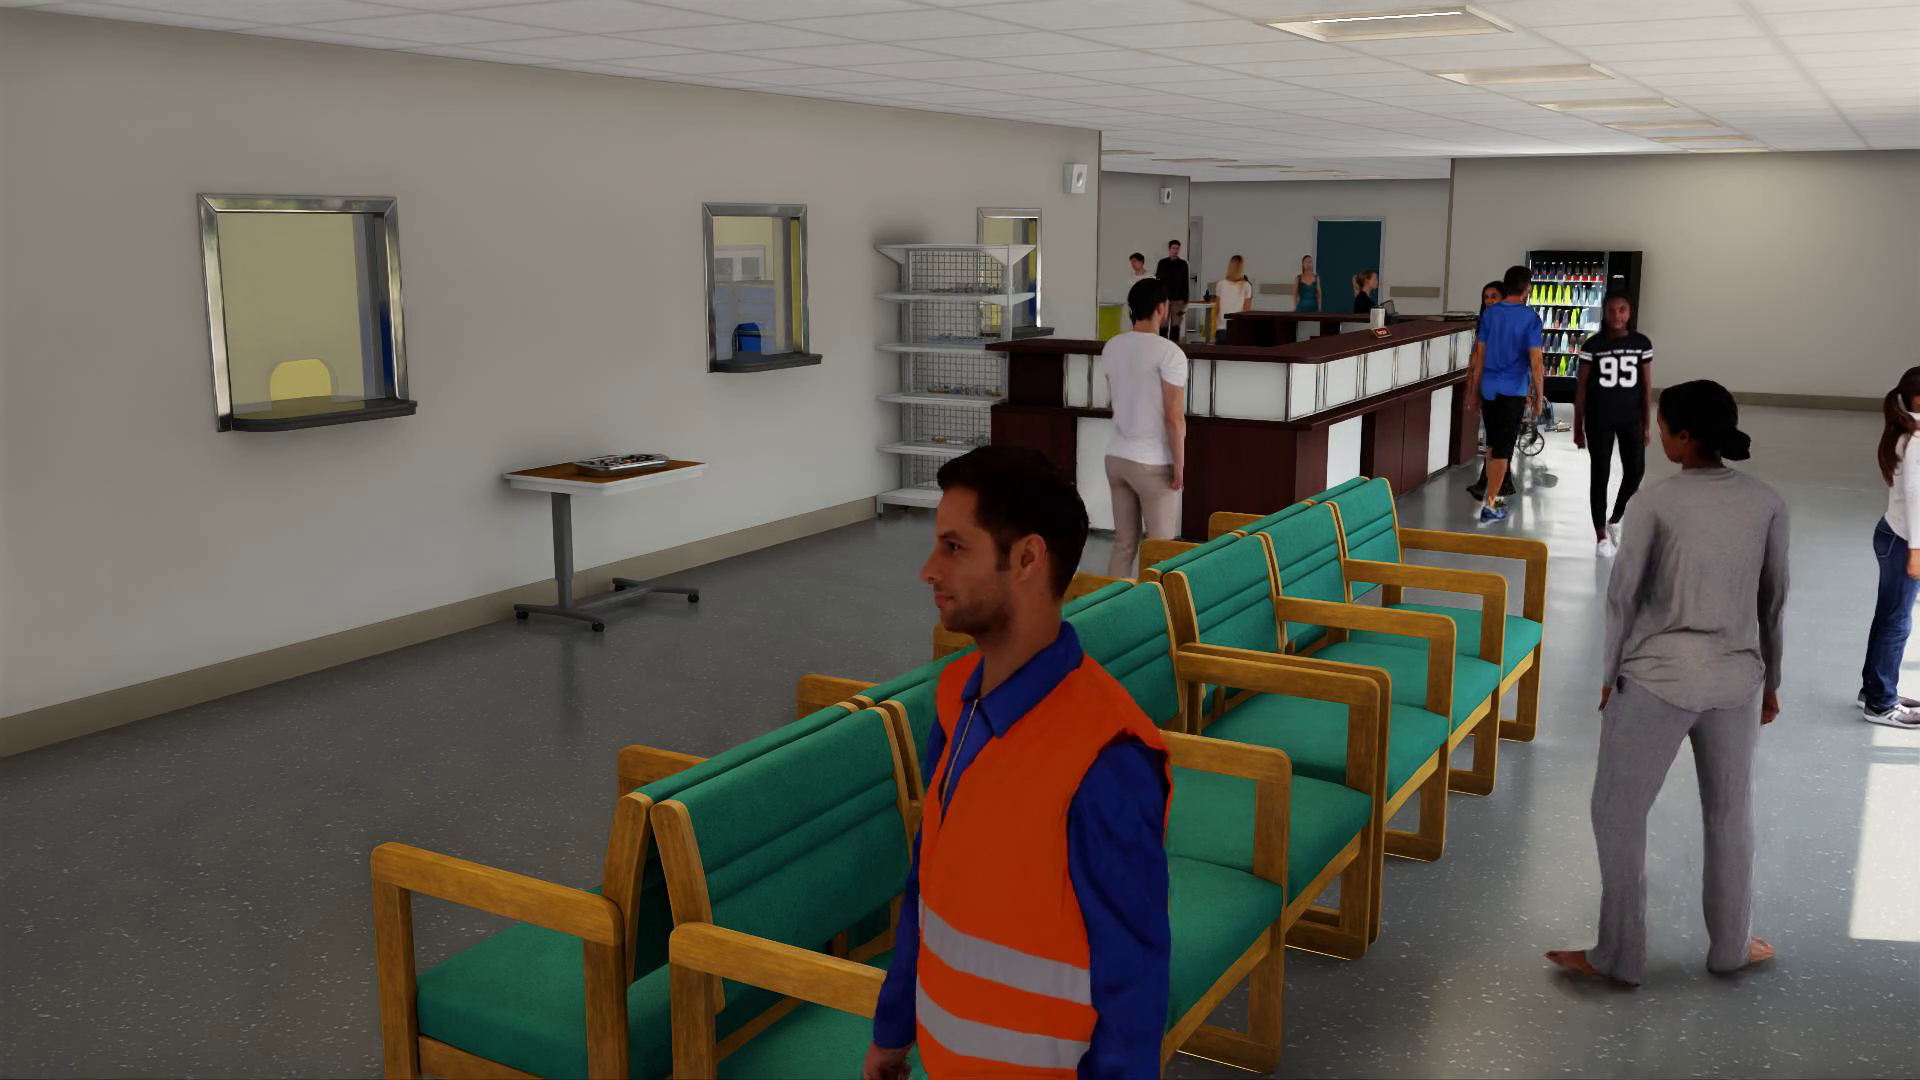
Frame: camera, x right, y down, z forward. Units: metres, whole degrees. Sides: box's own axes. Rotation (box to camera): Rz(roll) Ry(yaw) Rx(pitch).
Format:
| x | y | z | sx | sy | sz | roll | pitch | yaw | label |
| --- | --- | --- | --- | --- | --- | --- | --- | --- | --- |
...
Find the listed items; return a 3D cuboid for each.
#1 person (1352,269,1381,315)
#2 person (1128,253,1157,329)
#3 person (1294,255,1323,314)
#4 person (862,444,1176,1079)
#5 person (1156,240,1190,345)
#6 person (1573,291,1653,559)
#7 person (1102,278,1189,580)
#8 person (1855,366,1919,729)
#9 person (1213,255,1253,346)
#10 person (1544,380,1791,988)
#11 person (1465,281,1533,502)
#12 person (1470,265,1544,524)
| x | y | z | sx | sy | sz | roll | pitch | yaw | label |
| --- | --- | --- | --- | --- | --- | --- | --- | --- | --- |
| 4.071 | -1.935 | 17.163 | 0.702 | 1.697 | 0.716 | 2 | 11 | 11 | person |
| 2.838 | -3.533 | 25.496 | 0.786 | 1.700 | 0.708 | 6 | 12 | 27 | person |
| 5.338 | -3.516 | 25.610 | 0.954 | 1.655 | 0.898 | 0 | 11 | 0 | person |
| 0.097 | 0.786 | 2.388 | 0.886 | 1.860 | 0.767 | -8 | 13 | -36 | person |
| 3.271 | -3.687 | 25.829 | 1.023 | 1.908 | 1.037 | -1 | 11 | -3 | person |
| 4.270 | -0.760 | 10.899 | 0.685 | 1.725 | 0.783 | 2 | 11 | 13 | person |
| 0.900 | -0.403 | 8.597 | 0.820 | 1.881 | 0.694 | -10 | 15 | -42 | person |
| 4.124 | 0.012 | 7.276 | 0.531 | 1.558 | 0.547 | 5 | 12 | 25 | person |
| 3.140 | -2.377 | 19.291 | 1.156 | 1.772 | 0.961 | 1 | 11 | 7 | person |
| 2.113 | 0.414 | 4.723 | 0.813 | 1.719 | 0.965 | 2 | 11 | 11 | person |
| 4.256 | -1.146 | 13.010 | 1.071 | 1.695 | 0.797 | 9 | 14 | 38 | person |
| 3.885 | -1.036 | 12.018 | 0.814 | 1.848 | 0.796 | -10 | 15 | -43 | person |
